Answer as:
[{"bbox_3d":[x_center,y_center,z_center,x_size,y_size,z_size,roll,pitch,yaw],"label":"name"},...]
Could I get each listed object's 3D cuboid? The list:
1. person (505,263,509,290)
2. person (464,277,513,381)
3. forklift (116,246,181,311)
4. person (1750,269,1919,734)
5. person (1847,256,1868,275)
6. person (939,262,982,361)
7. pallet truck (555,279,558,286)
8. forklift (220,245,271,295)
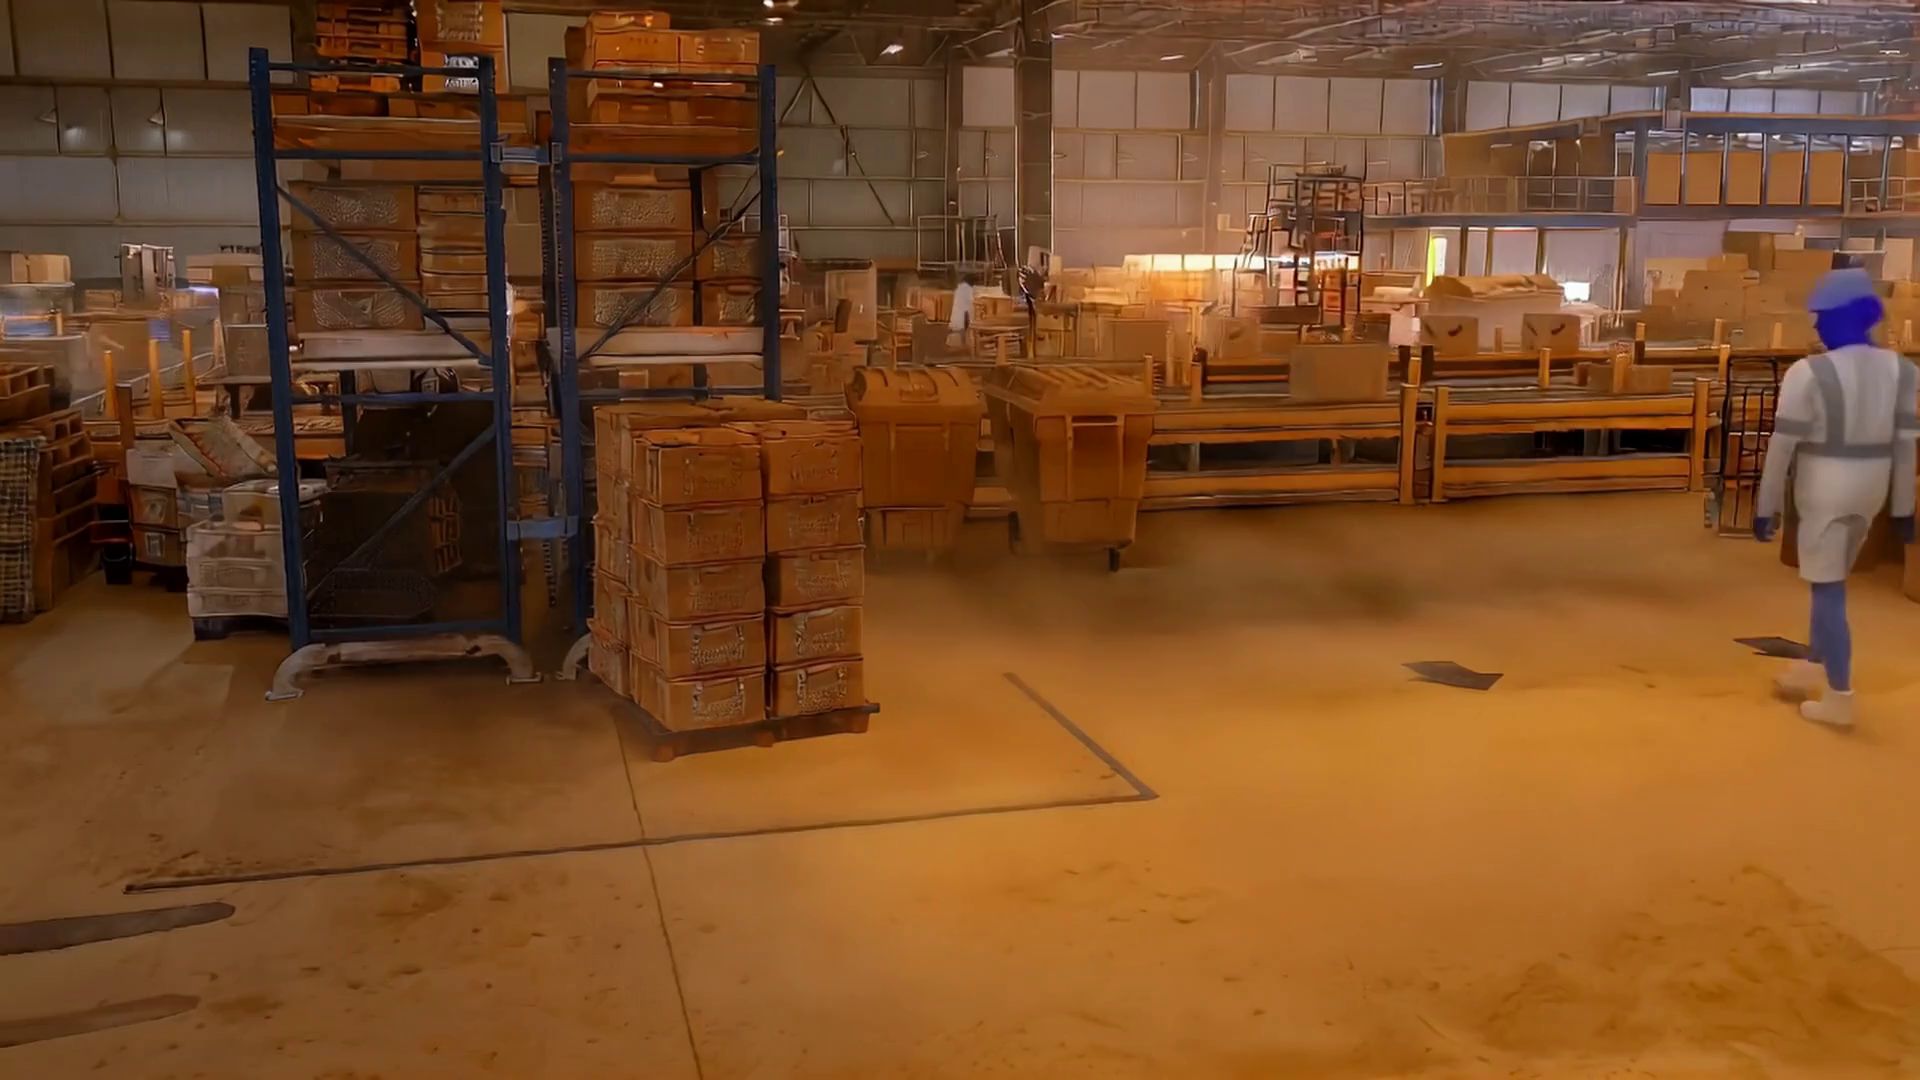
[{"bbox_3d":[-10.824,-5.721,39.503,0.308,1.769,0.525,-7,12,-35],"label":"person"},{"bbox_3d":[-6.654,-2.969,23.606,0.667,1.874,0.831,-8,13,-40],"label":"person"},{"bbox_3d":[-19.966,-6.232,40.894,1.157,1.987,2.680,-3,10,-15],"label":"forklift"},{"bbox_3d":[3.837,-0.188,7.448,0.647,2.016,0.793,-2,10,-12],"label":"person"},{"bbox_3d":[15.823,-4.005,29.233,0.811,1.968,0.623,9,13,41],"label":"person"},{"bbox_3d":[-0.047,-3.224,25.000,0.812,1.899,0.561,-4,11,-22],"label":"person"},{"bbox_3d":[-10.604,-6.375,44.520,0.653,1.274,1.630,-3,10,-15],"label":"pallet truck"},{"bbox_3d":[-17.749,-6.334,41.440,1.157,1.987,2.680,-3,10,-17],"label":"forklift"}]
